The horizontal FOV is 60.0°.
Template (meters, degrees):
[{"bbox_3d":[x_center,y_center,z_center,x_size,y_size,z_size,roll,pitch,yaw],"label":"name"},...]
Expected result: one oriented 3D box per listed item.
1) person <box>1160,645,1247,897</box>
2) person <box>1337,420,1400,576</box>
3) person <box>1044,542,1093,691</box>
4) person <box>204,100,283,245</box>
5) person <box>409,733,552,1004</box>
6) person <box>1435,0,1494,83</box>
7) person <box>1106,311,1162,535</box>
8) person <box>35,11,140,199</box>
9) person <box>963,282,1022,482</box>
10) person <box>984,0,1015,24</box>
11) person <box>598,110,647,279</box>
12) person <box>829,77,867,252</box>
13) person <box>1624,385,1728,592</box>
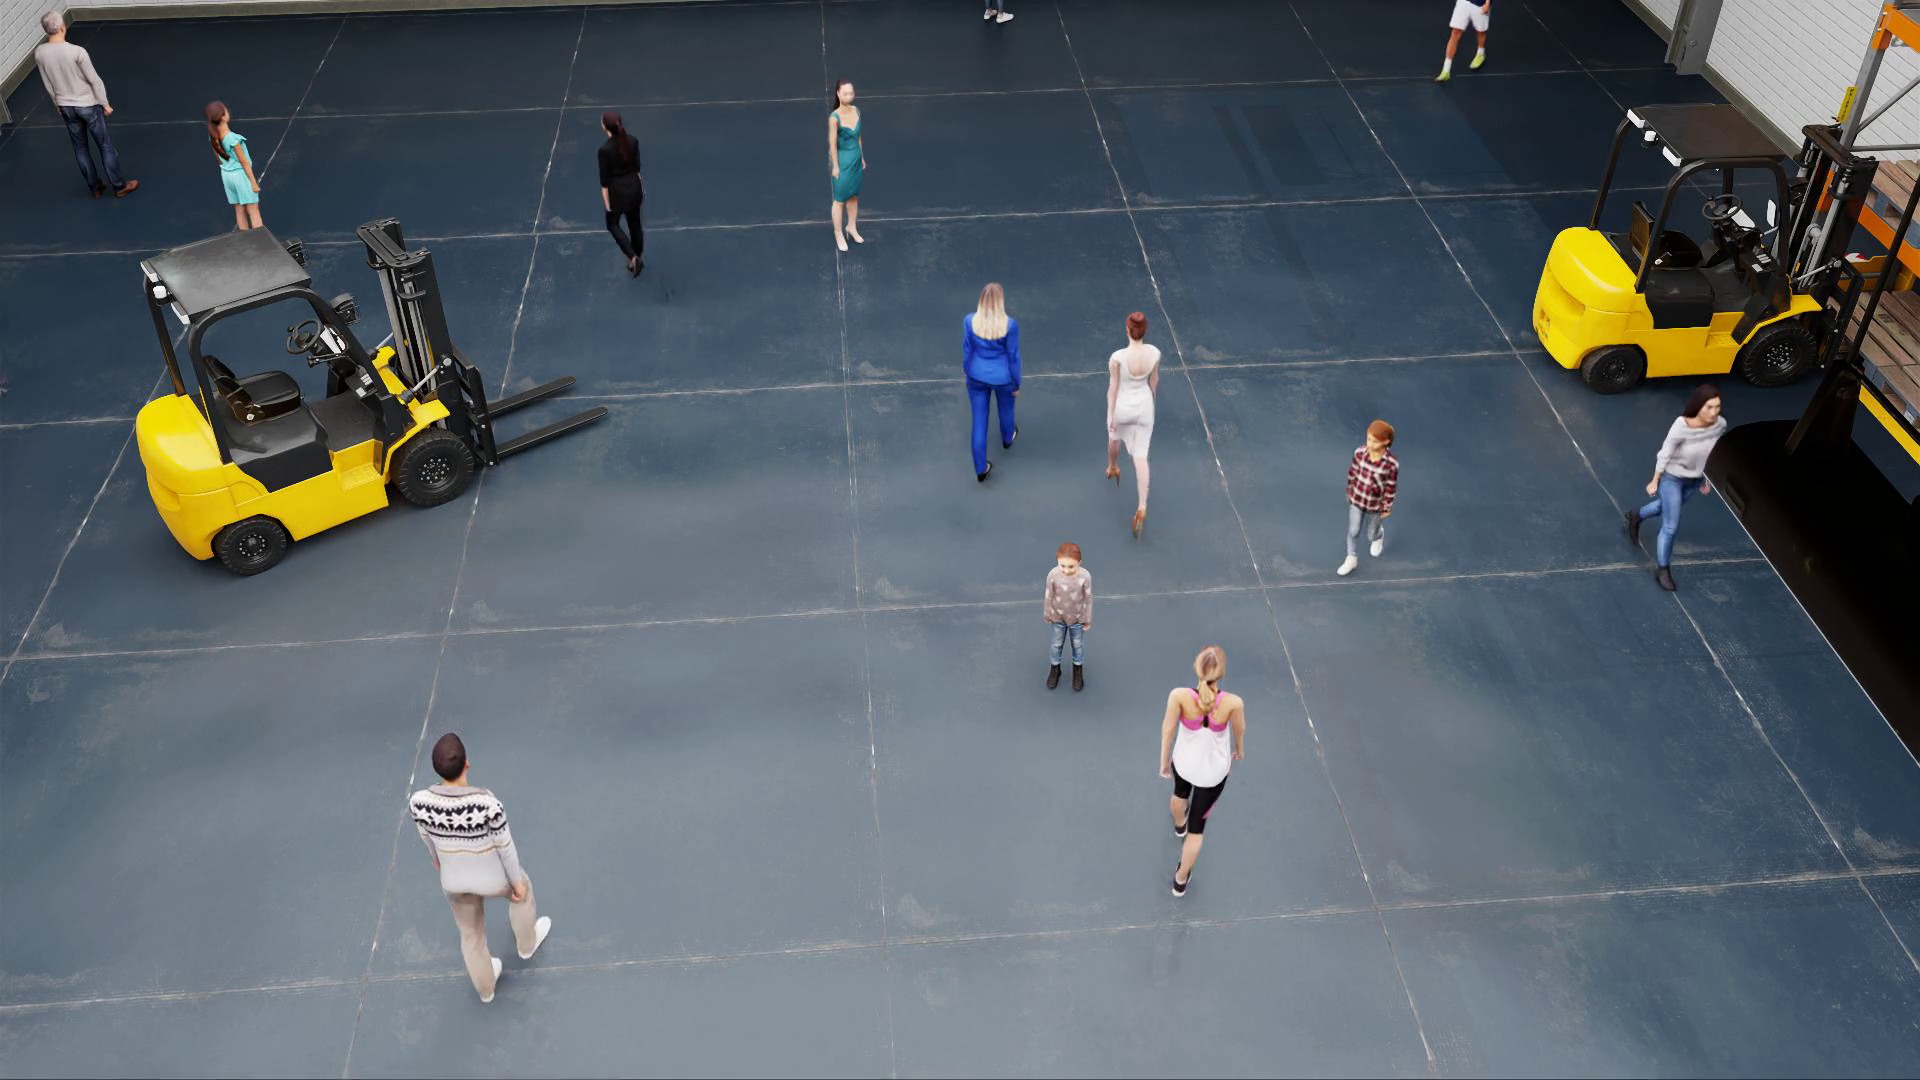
[{"bbox_3d":[1.371,1.382,9.619,0.836,1.759,1.047,10,40,12],"label":"person"},{"bbox_3d":[3.019,-0.335,12.138,0.744,1.298,0.812,25,45,28],"label":"person"},{"bbox_3d":[0.734,0.489,11.189,0.515,1.195,0.522,5,39,6],"label":"person"},{"bbox_3d":[-6.869,-3.446,15.826,0.646,1.558,0.684,17,42,20],"label":"person"},{"bbox_3d":[-2.627,1.855,8.962,0.775,1.840,0.870,2,39,3],"label":"person"},{"bbox_3d":[5.957,-6.204,19.088,1.115,1.795,1.233,24,45,27],"label":"person"},{"bbox_3d":[1.314,-0.859,12.433,0.633,1.748,1.143,-7,39,-8],"label":"person"},{"bbox_3d":[-8.814,-4.344,16.672,0.752,1.904,0.661,2,39,2],"label":"person"},{"bbox_3d":[0.219,-1.180,12.891,0.838,1.679,1.038,9,39,11],"label":"person"},{"bbox_3d":[0.449,-7.228,20.497,0.700,1.638,0.756,27,46,29],"label":"person"},{"bbox_3d":[-3.065,-3.146,15.375,0.794,1.651,0.866,-28,47,-31],"label":"person"},{"bbox_3d":[-1.084,-3.594,15.907,0.656,1.686,0.608,31,48,33],"label":"person"},{"bbox_3d":[5.171,-0.466,12.062,0.707,1.599,1.068,-9,39,-11],"label":"person"}]
